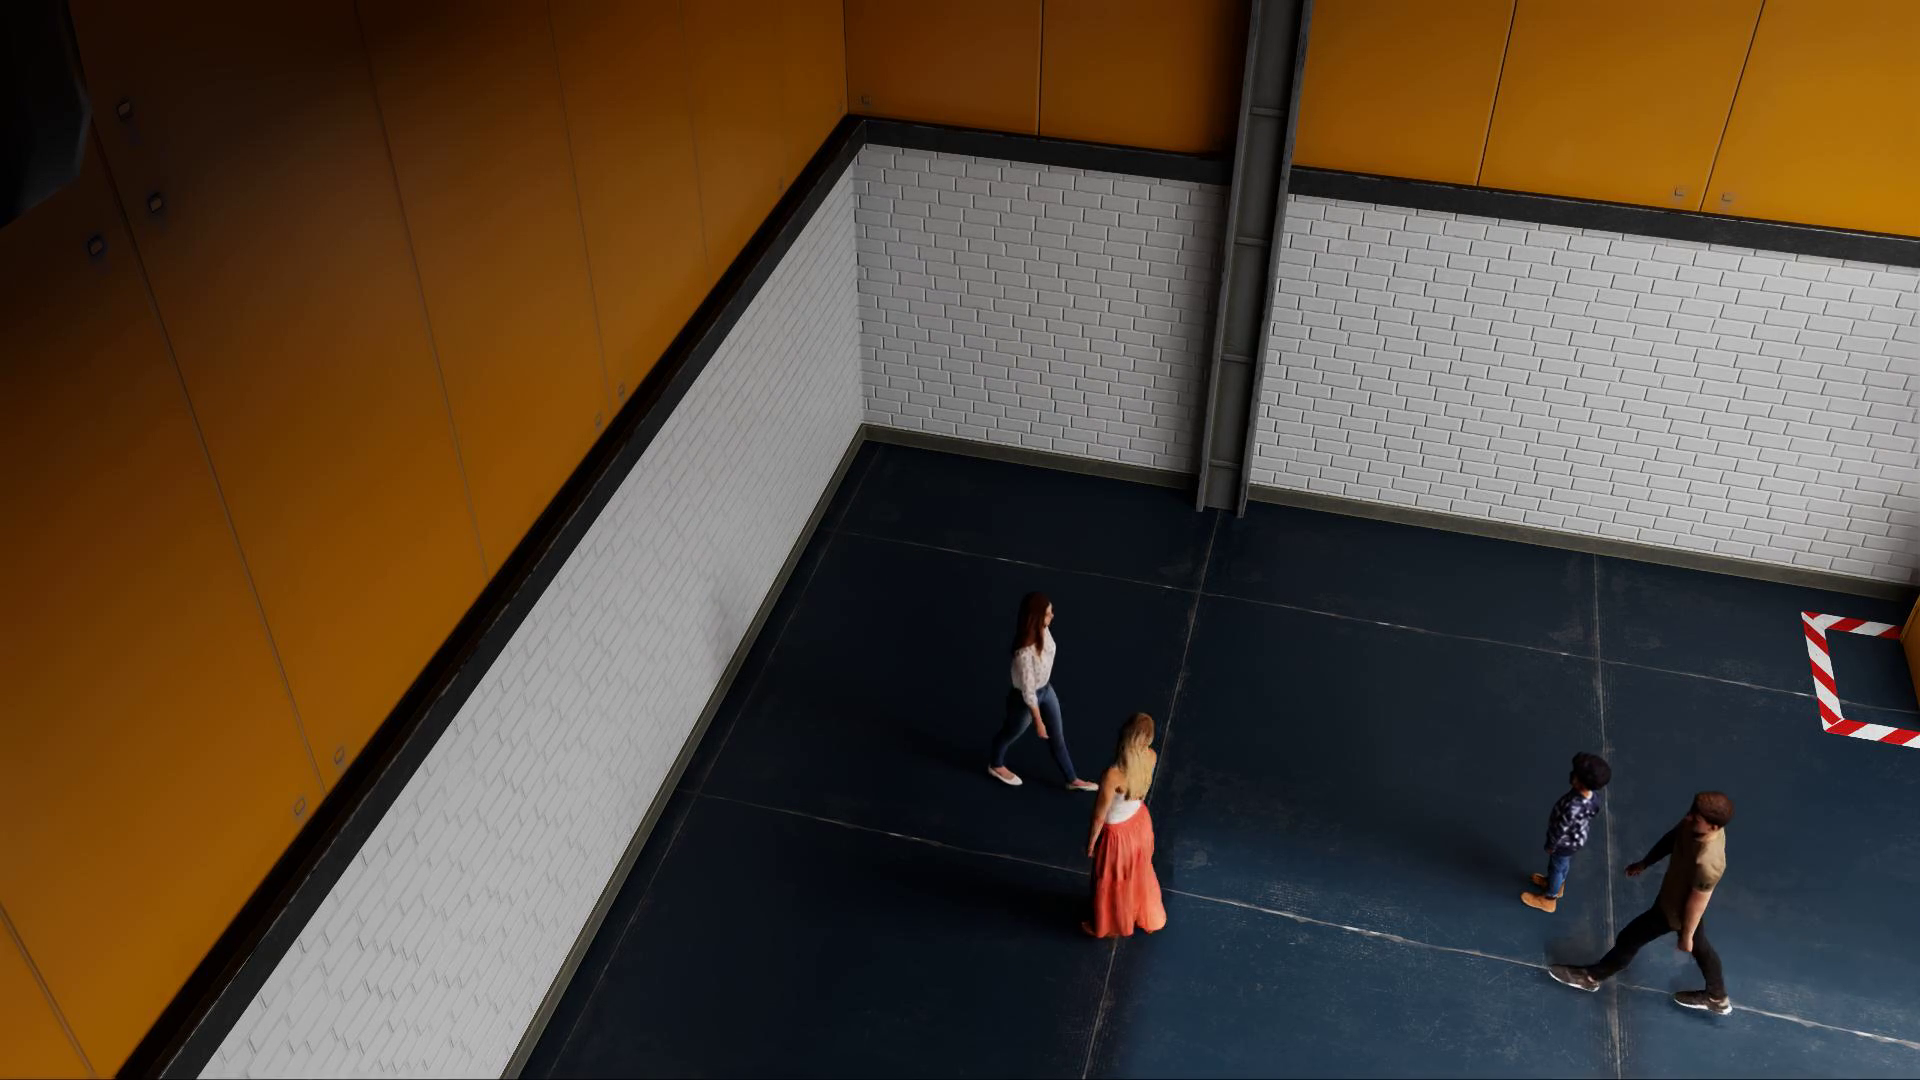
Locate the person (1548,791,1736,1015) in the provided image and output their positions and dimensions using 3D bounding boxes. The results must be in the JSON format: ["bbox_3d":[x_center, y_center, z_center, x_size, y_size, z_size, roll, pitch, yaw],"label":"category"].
[{"bbox_3d":[4.190,2.100,9.462,1.300,1.802,0.777,14,41,17],"label":"person"}]

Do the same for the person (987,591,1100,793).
[{"bbox_3d":[0.372,1.011,10.911,1.089,1.695,0.753,19,42,22],"label":"person"}]

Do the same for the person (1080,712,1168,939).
[{"bbox_3d":[0.944,1.763,9.897,0.841,1.786,0.803,18,42,21],"label":"person"}]

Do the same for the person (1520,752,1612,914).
[{"bbox_3d":[3.766,1.799,10.282,0.567,1.249,0.551,23,44,26],"label":"person"}]
